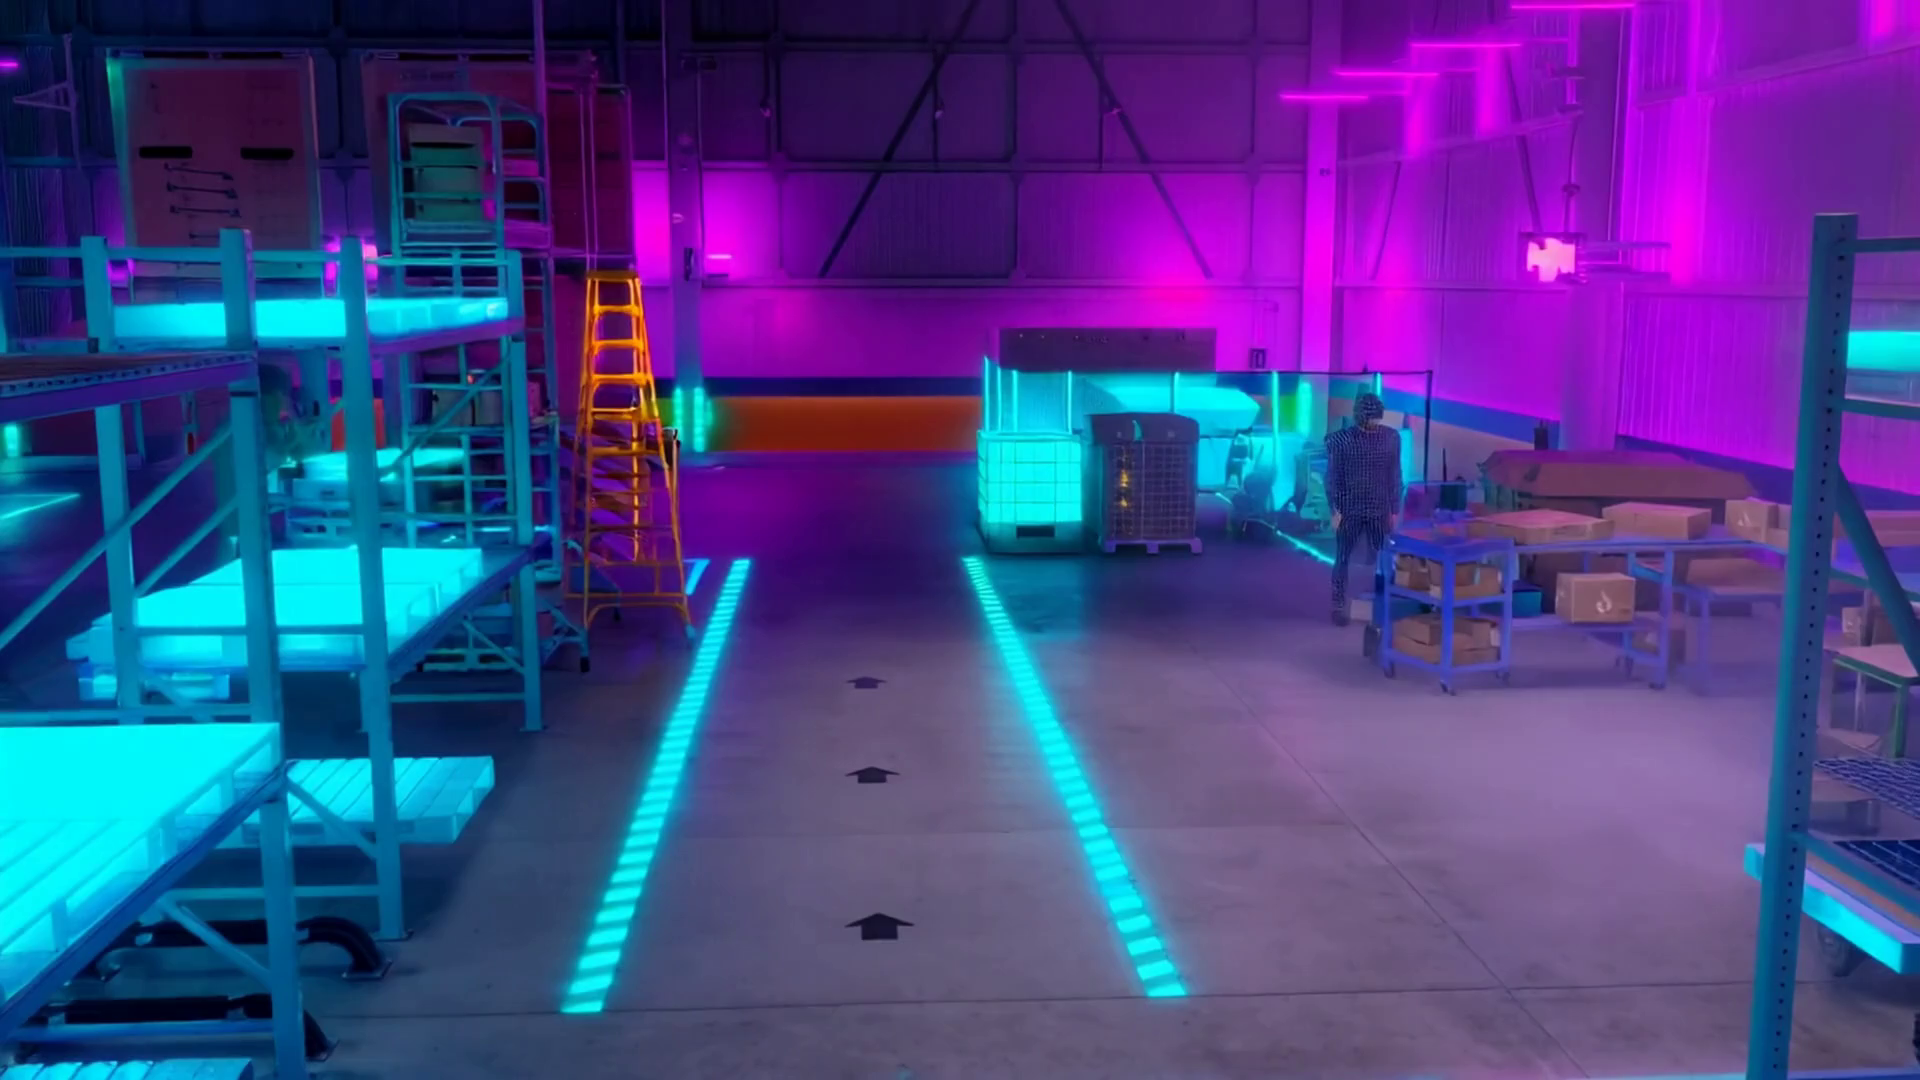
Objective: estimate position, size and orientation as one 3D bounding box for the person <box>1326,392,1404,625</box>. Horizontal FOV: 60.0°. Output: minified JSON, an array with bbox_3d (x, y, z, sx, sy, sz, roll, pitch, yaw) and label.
[{"bbox_3d":[3.328,-0.256,13.701,0.627,1.934,0.372,0,9,-1],"label":"person"}]

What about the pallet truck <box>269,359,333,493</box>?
[{"bbox_3d":[-7.062,-1.131,18.996,1.885,1.965,0.823,2,9,13],"label":"pallet truck"}]
